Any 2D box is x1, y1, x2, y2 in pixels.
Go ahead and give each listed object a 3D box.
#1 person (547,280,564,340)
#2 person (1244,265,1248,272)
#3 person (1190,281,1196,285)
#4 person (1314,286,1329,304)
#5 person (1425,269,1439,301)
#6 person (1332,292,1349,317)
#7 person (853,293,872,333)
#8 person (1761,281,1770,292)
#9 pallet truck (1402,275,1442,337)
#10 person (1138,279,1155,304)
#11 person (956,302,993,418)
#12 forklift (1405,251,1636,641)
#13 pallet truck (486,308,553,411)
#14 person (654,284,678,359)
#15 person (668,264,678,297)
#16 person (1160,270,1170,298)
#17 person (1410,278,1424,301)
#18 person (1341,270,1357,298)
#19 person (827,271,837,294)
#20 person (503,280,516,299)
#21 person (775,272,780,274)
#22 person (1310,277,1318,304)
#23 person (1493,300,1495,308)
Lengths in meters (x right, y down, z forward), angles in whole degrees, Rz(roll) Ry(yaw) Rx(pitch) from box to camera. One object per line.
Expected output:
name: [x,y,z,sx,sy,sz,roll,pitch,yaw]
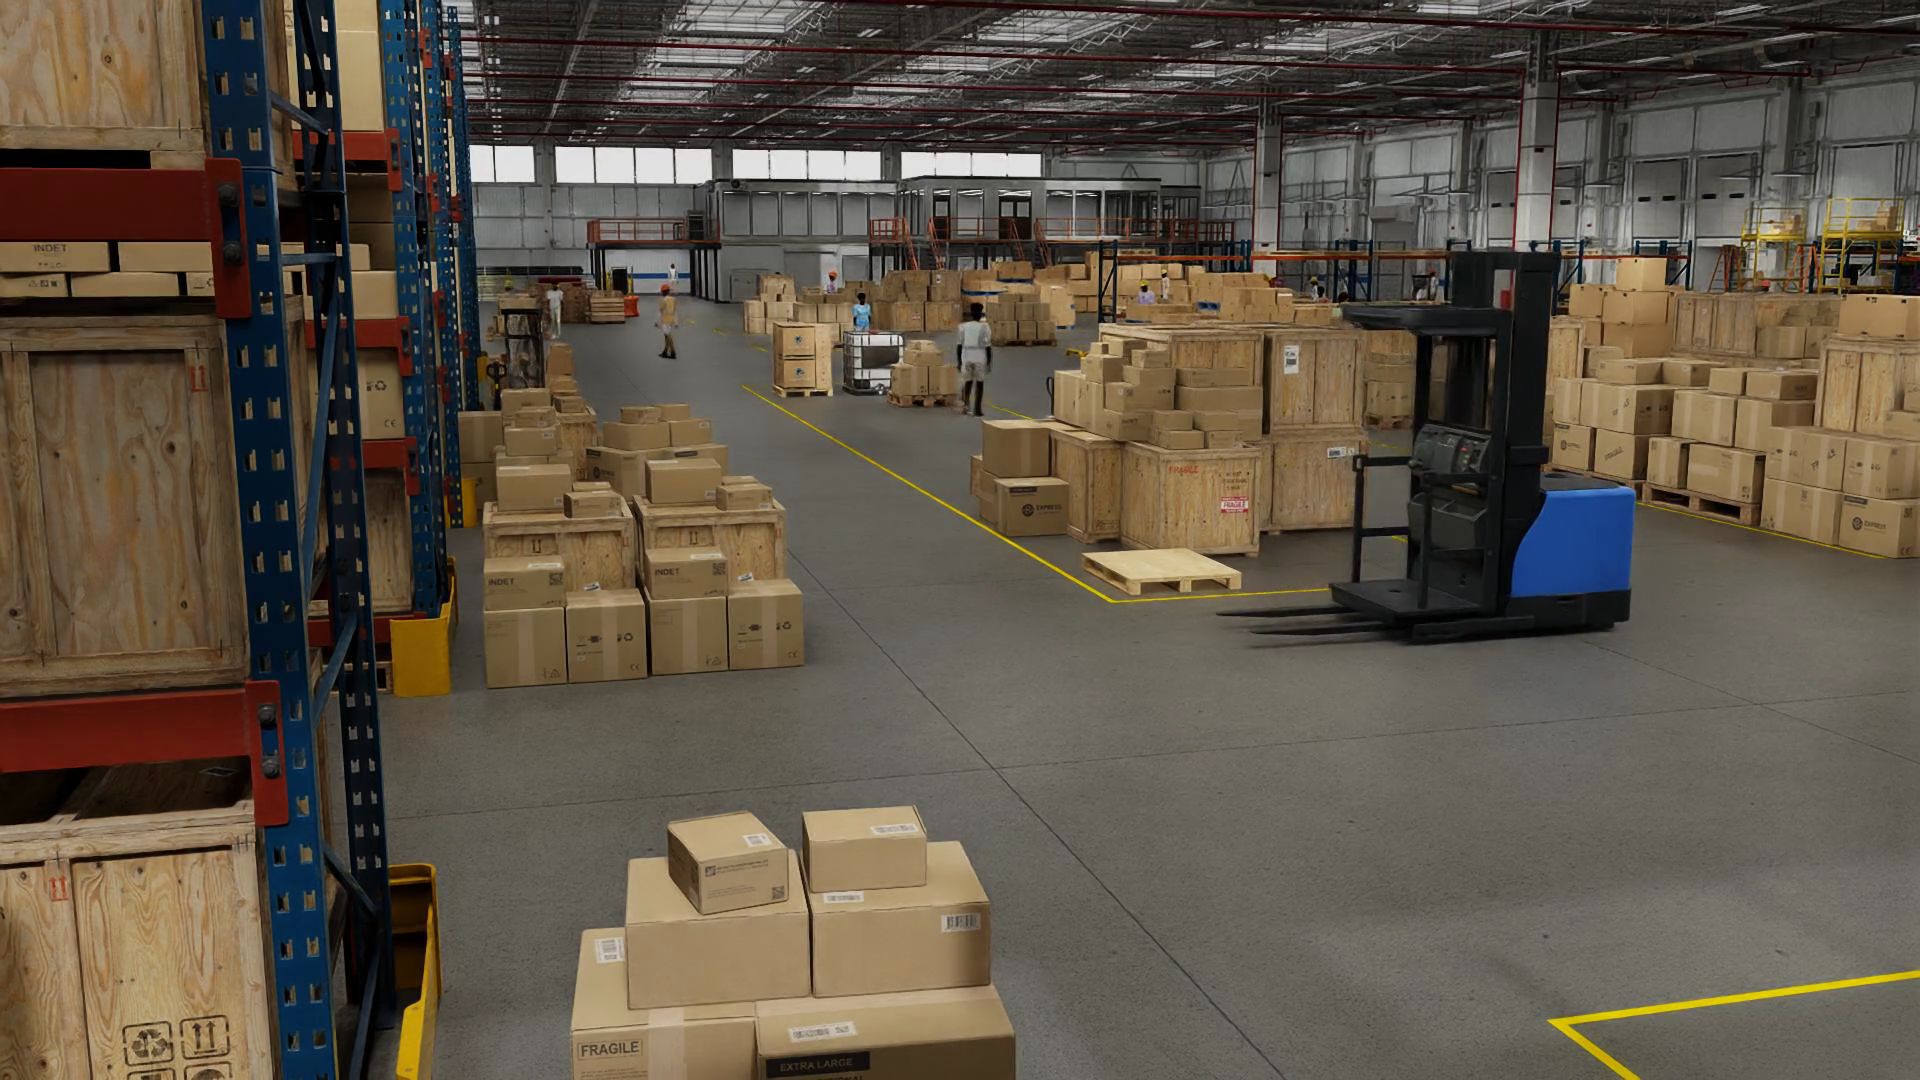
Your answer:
person: [-12.510,-7.112,51.410,0.518,1.838,0.867,-2,10,-13]
person: [16.111,-14.465,92.648,0.632,1.970,0.435,3,11,19]
person: [7.505,-7.506,53.914,0.551,1.721,0.869,-6,12,-30]
person: [10.637,-6.636,49.098,0.320,1.695,0.537,-8,12,-36]
person: [20.046,-10.563,70.703,0.561,1.918,0.464,5,11,24]
person: [7.927,-4.200,34.691,0.390,1.916,0.587,-4,11,-22]
person: [-2.519,-5.518,42.802,0.536,1.687,0.319,-7,12,-35]
person: [22.658,-6.342,46.856,0.915,1.894,0.575,-10,14,-43]
pallet truck: [14.620,-7.324,52.145,0.823,1.965,1.885,8,13,40]
person: [5.416,-6.650,48.572,0.448,1.910,0.599,-10,14,-44]
person: [0.253,-3.010,27.841,0.640,1.947,0.423,4,11,19]
forklift: [4.021,-0.761,12.483,1.873,2.768,1.129,-3,10,-15]
pallet truck: [-6.242,-2.418,24.362,0.823,1.965,1.885,1,10,3]
person: [-7.574,-5.590,42.614,0.855,1.899,0.547,6,12,32]
person: [-16.320,-14.765,94.600,0.584,1.882,0.337,-2,10,-11]
person: [8.419,-10.162,68.438,0.374,1.920,0.585,5,11,25]
person: [14.880,-7.596,54.128,0.429,1.844,0.626,2,10,9]
person: [15.714,-9.947,67.200,0.606,1.924,0.504,5,11,27]
person: [-4.418,-8.288,57.498,0.383,2.036,0.605,1,10,3]
person: [-14.277,-7.393,53.115,0.858,1.805,0.600,-2,10,-13]
person: [-7.142,-9.608,65.428,0.513,1.876,0.328,9,14,42]
person: [12.971,-8.770,61.052,0.294,1.744,0.487,0,10,-2]
person: [13.635,-5.663,43.294,0.502,1.812,0.946,6,12,32]
